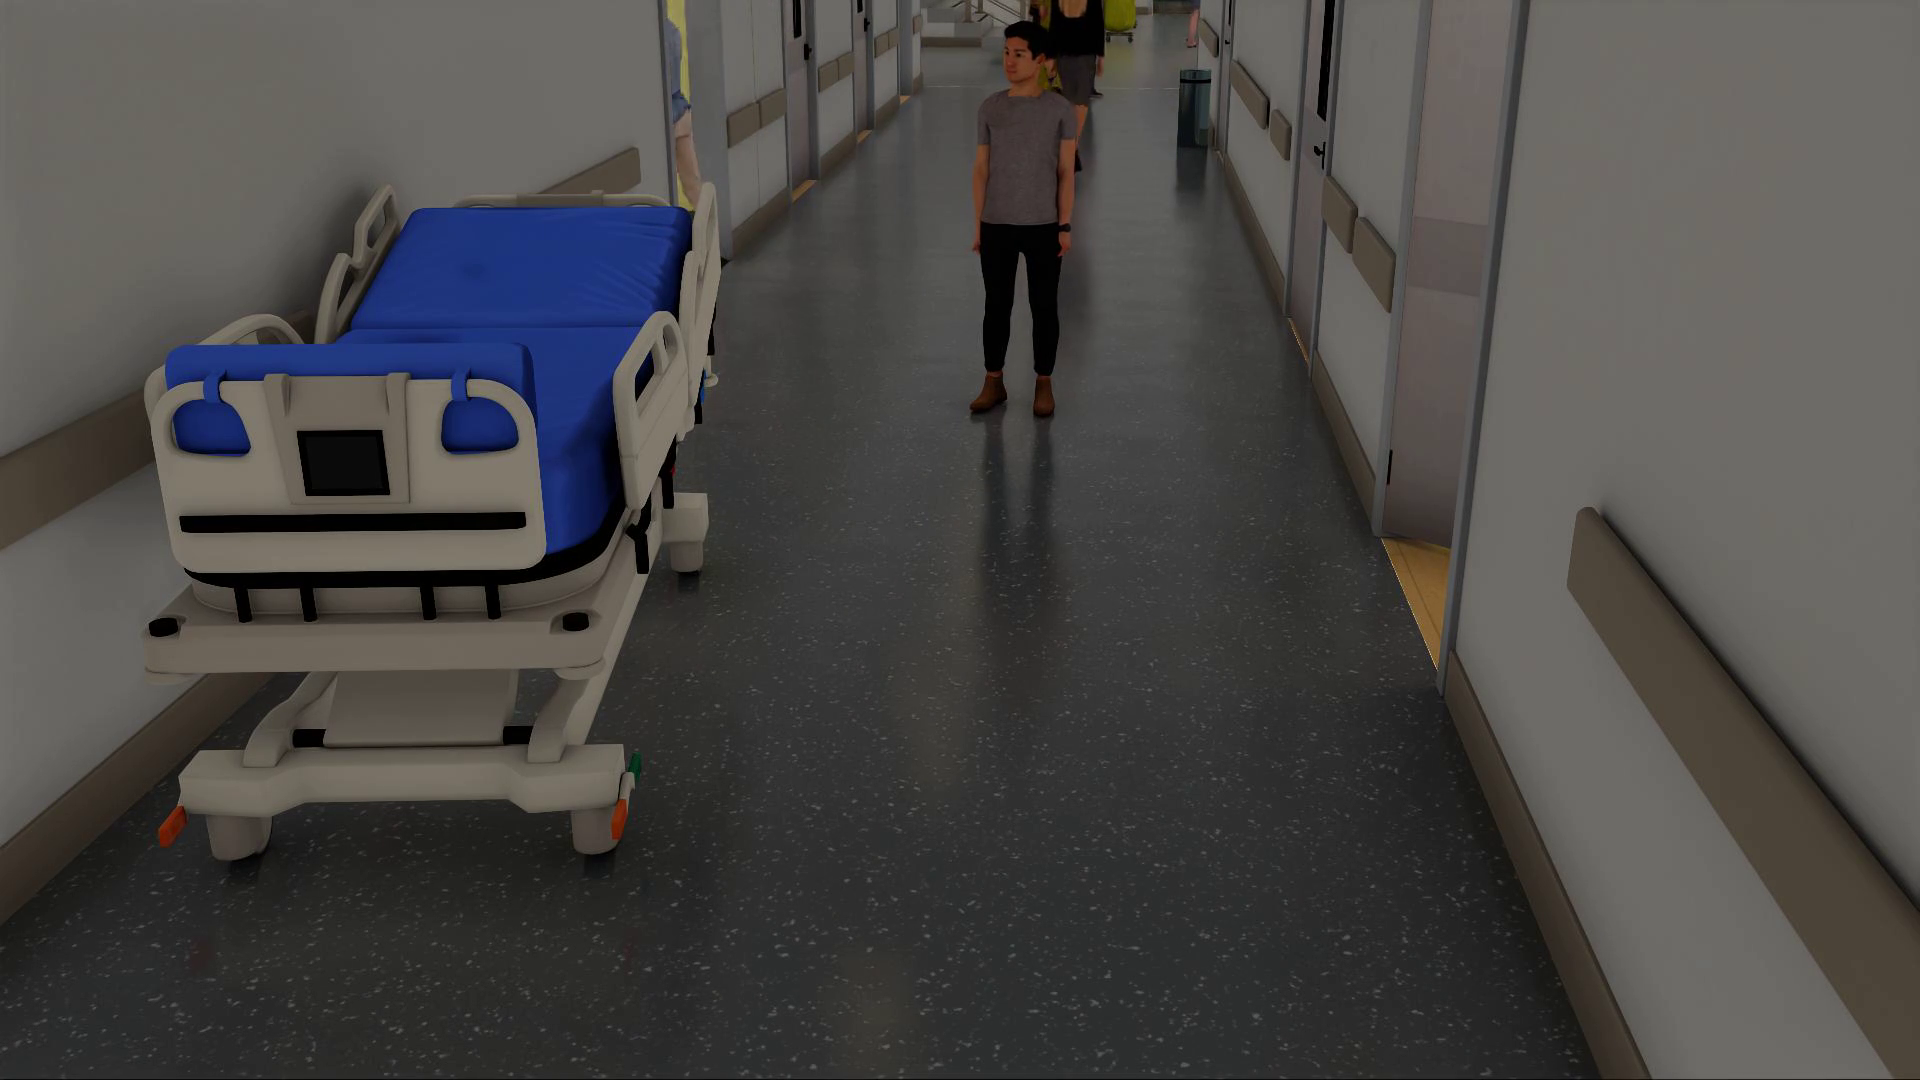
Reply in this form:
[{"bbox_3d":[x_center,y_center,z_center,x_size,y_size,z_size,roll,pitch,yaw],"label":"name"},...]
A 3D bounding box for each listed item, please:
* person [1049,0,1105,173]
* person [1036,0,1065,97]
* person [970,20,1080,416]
[{"bbox_3d":[0.951,-3.924,13.841,1.039,1.826,0.791,5,21,13],"label":"person"},{"bbox_3d":[1.057,-5.359,17.897,0.983,1.636,0.917,7,22,19],"label":"person"},{"bbox_3d":[0.283,-1.414,7.369,0.517,1.716,0.699,5,21,13],"label":"person"}]
